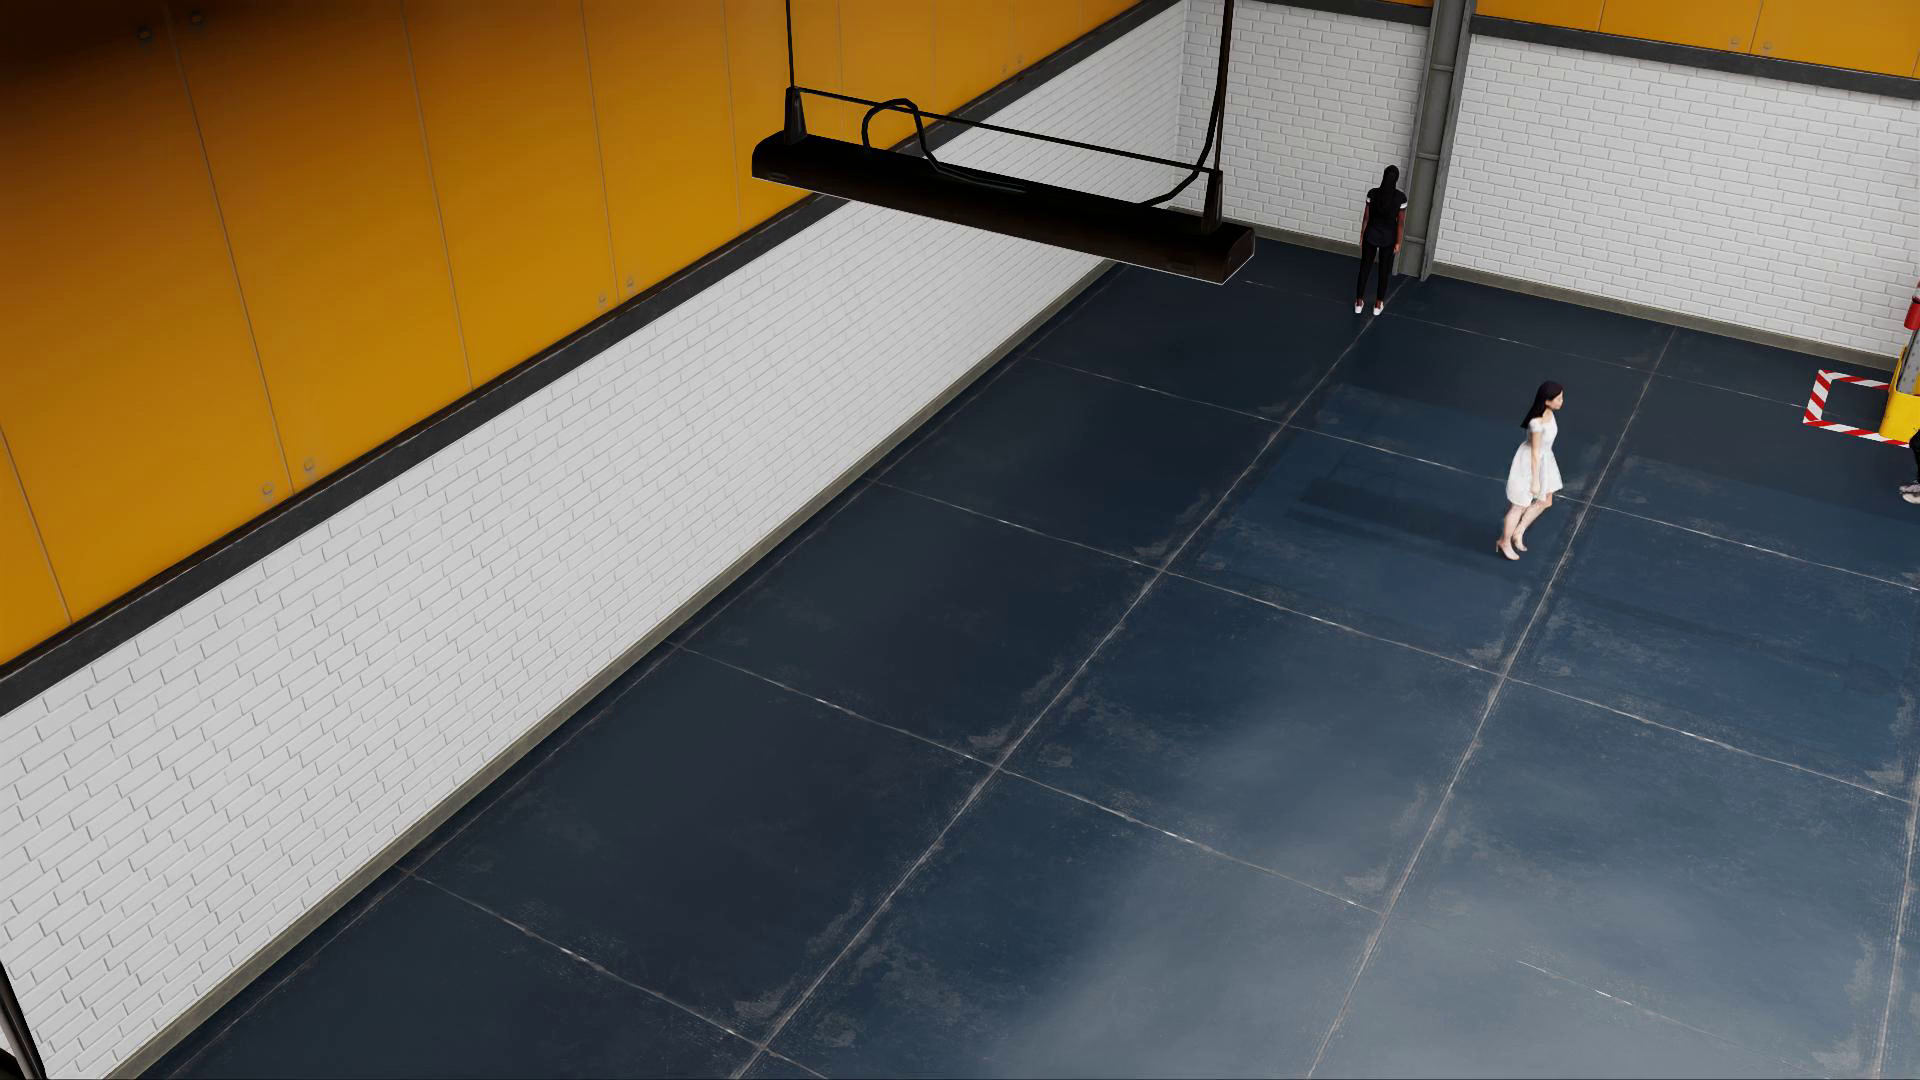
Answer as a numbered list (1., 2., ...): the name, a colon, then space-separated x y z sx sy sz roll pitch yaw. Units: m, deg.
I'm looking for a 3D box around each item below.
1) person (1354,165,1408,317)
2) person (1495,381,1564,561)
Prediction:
1. person: 4.666 -3.336 18.475 0.563 1.729 0.709 11 35 15
2. person: 4.816 -0.589 14.312 0.665 1.763 0.630 20 39 27
